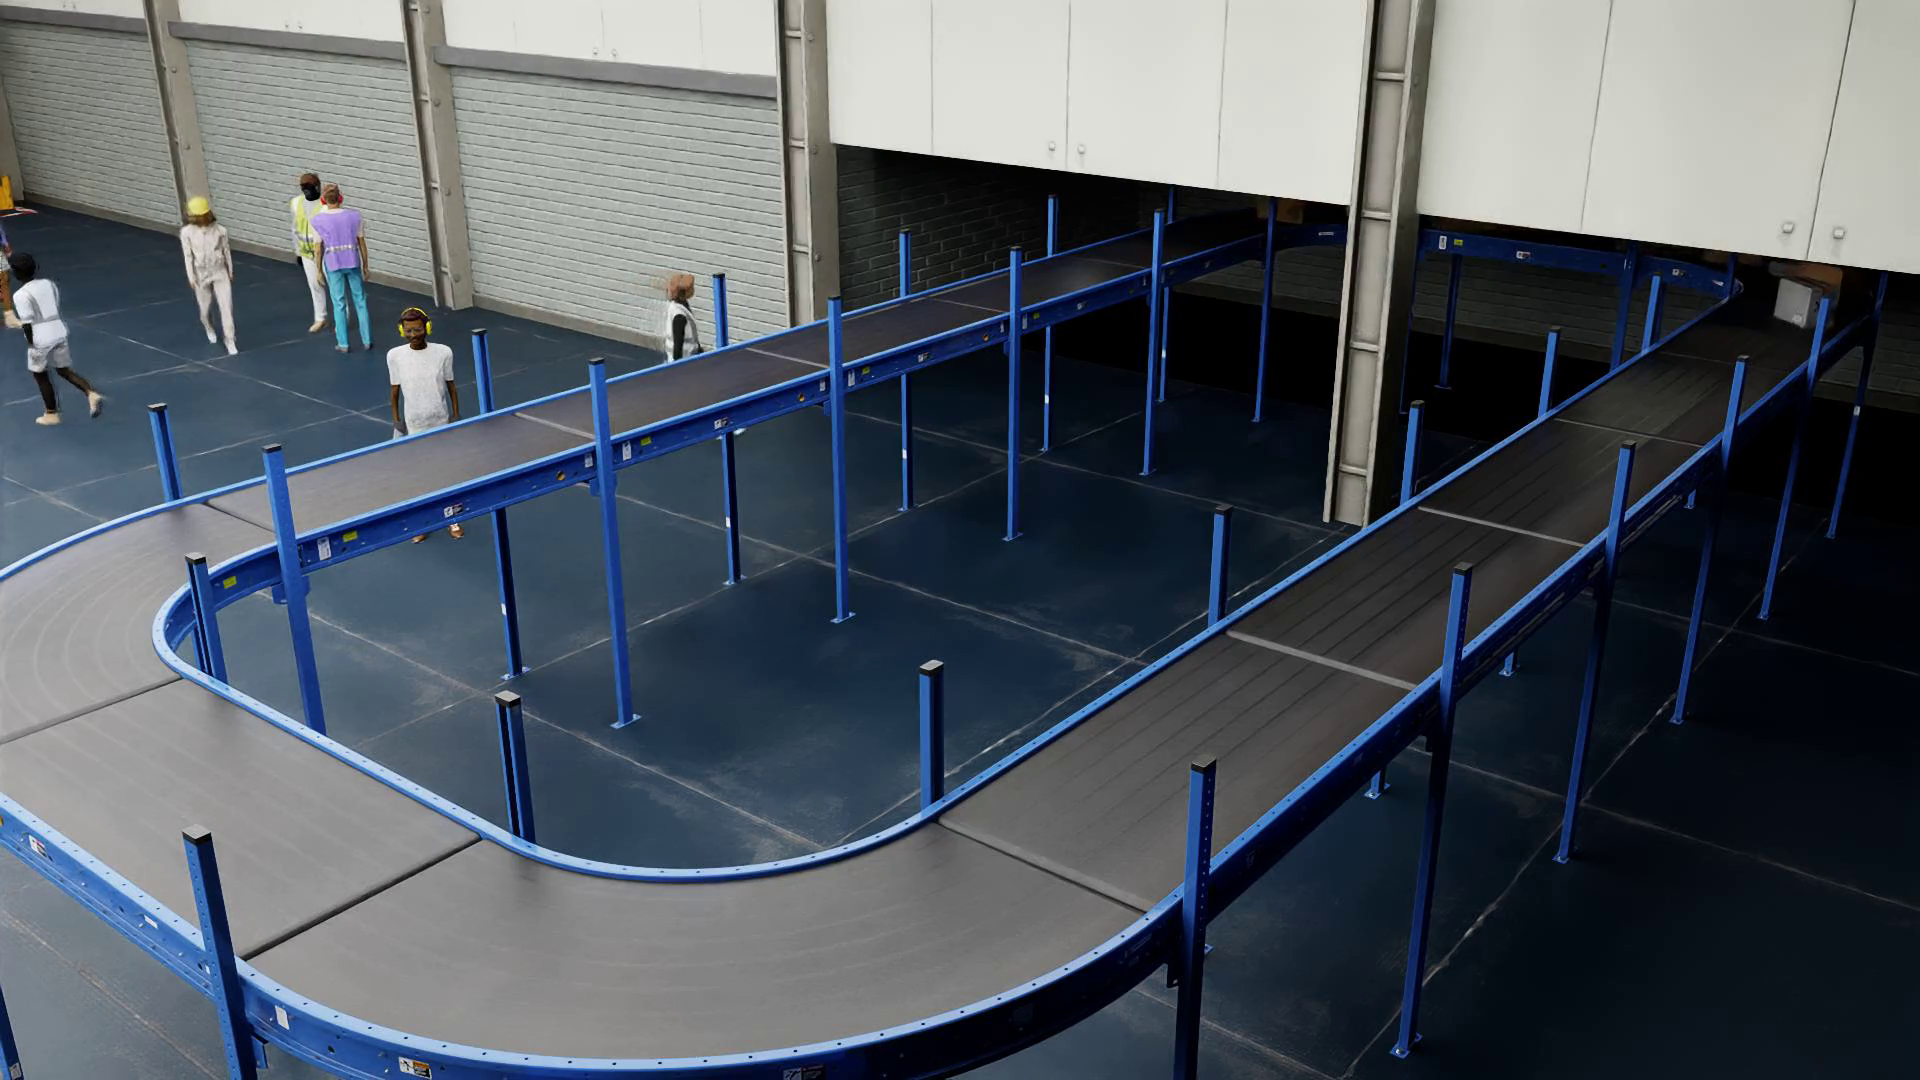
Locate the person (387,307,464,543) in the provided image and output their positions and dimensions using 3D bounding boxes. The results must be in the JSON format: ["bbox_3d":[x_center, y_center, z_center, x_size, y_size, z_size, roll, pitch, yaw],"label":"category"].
[{"bbox_3d":[-4.135,-0.897,12.919,0.533,1.868,0.310,-7,22,-17],"label":"person"}]

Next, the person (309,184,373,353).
[{"bbox_3d":[-6.754,-2.960,18.201,0.563,1.837,0.389,-13,25,-30],"label":"person"}]

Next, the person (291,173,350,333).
[{"bbox_3d":[-7.310,-3.277,19.023,0.629,1.837,0.430,5,22,11],"label":"person"}]

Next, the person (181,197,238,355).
[{"bbox_3d":[-8.240,-2.933,18.285,0.487,1.712,0.730,-12,24,-28],"label":"person"}]

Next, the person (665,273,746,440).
[{"bbox_3d":[-2.472,-1.654,15.214,0.889,1.585,0.510,-5,22,-11],"label":"person"}]

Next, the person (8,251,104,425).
[{"bbox_3d":[-8.543,-1.886,15.682,0.620,1.674,0.535,5,22,12],"label":"person"}]

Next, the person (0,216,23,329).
[{"bbox_3d":[-11.155,-3.356,18.983,0.452,2.021,0.642,11,24,27],"label":"person"}]
